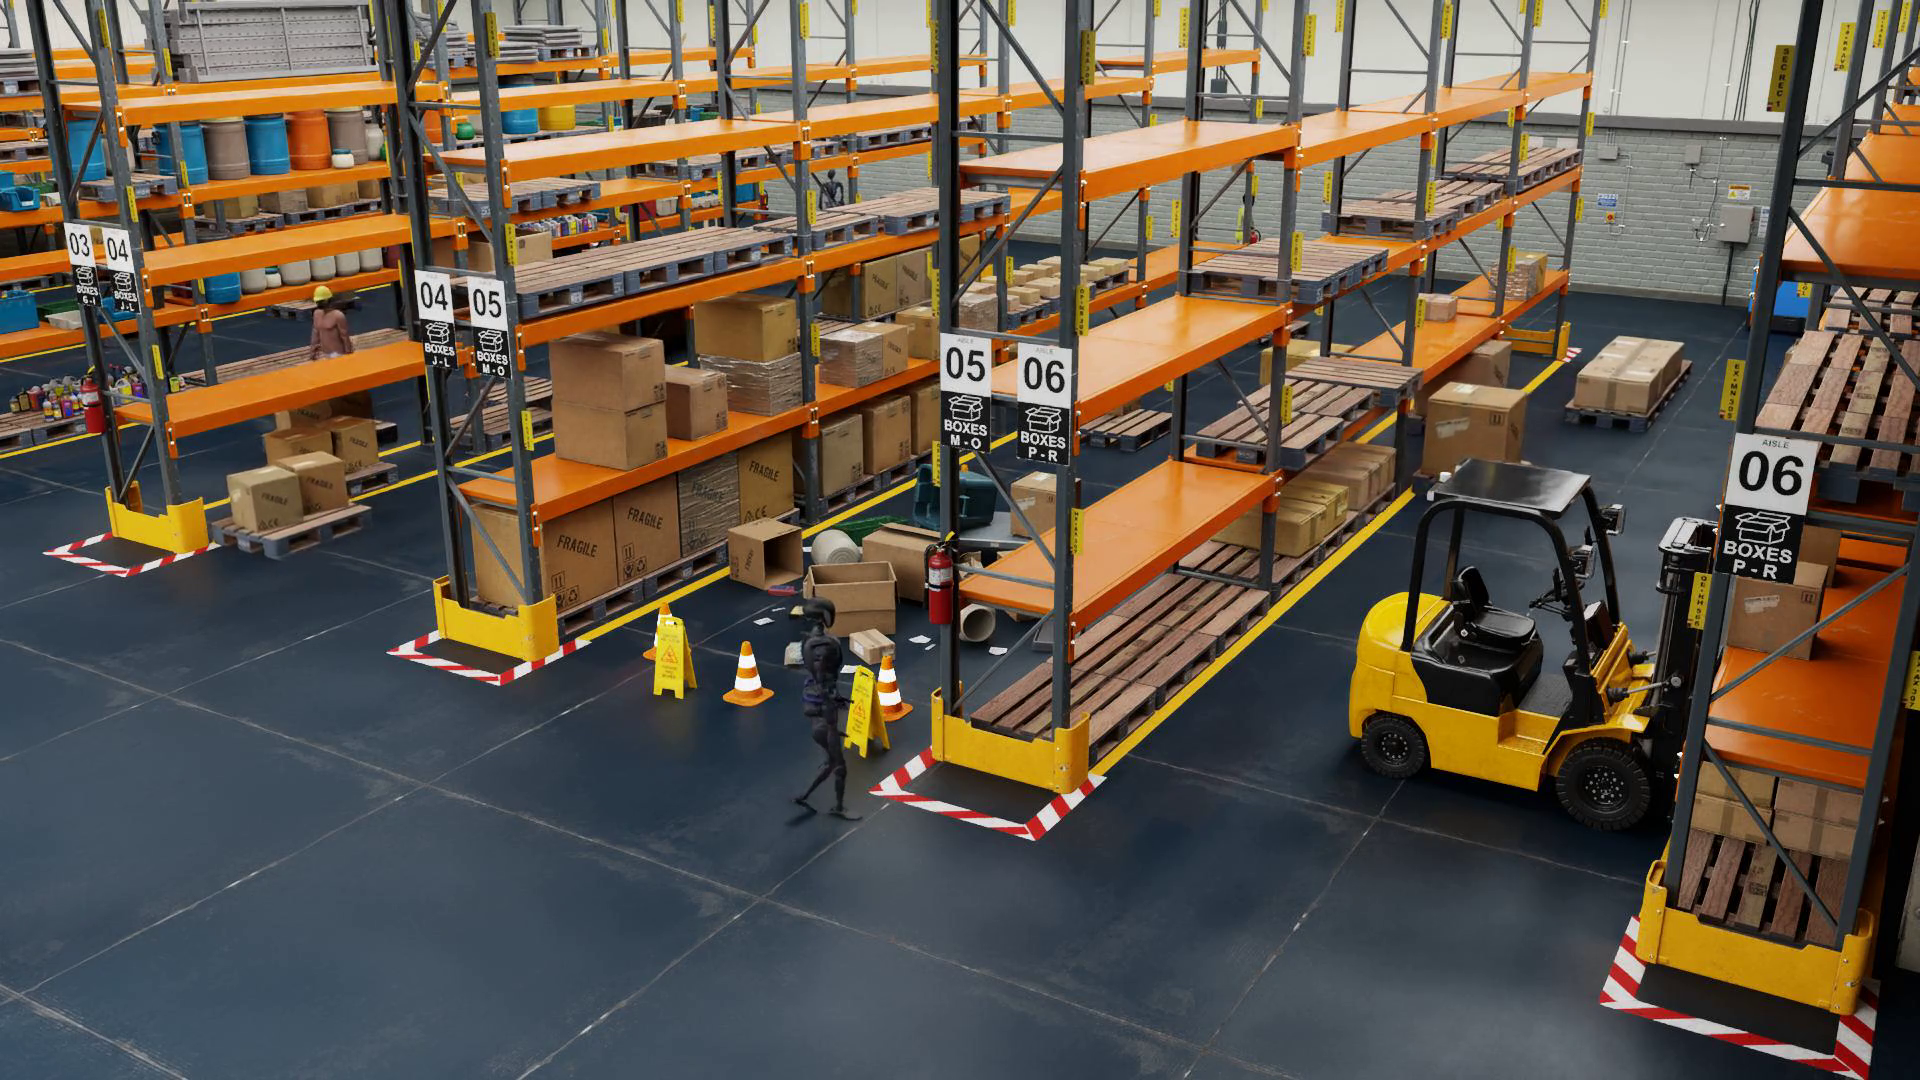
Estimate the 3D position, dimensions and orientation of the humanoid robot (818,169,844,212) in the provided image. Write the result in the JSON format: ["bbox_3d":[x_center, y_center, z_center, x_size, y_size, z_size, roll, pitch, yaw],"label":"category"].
[{"bbox_3d":[-2.613,-6.771,34.062,0.583,1.642,0.543,-10,21,-26],"label":"humanoid robot"}]

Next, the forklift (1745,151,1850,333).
[{"bbox_3d":[13.620,-4.667,26.137,1.873,2.768,1.129,11,22,29],"label":"forklift"}]

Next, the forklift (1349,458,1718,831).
[{"bbox_3d":[3.988,0.658,11.776,2.313,2.155,1.214,11,22,29],"label":"forklift"}]

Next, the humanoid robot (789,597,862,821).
[{"bbox_3d":[-0.926,1.134,11.216,0.492,1.640,0.604,-1,19,-3],"label":"humanoid robot"}]

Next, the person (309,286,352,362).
[{"bbox_3d":[-8.075,-2.360,21.186,0.542,1.726,0.840,12,22,31],"label":"person"}]

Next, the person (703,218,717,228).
[{"bbox_3d":[-5.240,-7.062,34.864,0.491,1.688,0.348,-6,20,-16],"label":"person"}]

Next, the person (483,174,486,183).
[{"bbox_3d":[-10.387,-7.716,36.639,0.697,1.786,0.520,11,22,28],"label":"person"}]

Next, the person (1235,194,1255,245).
[{"bbox_3d":[5.193,-5.495,30.328,0.320,1.685,0.540,-2,19,-5],"label":"person"}]
